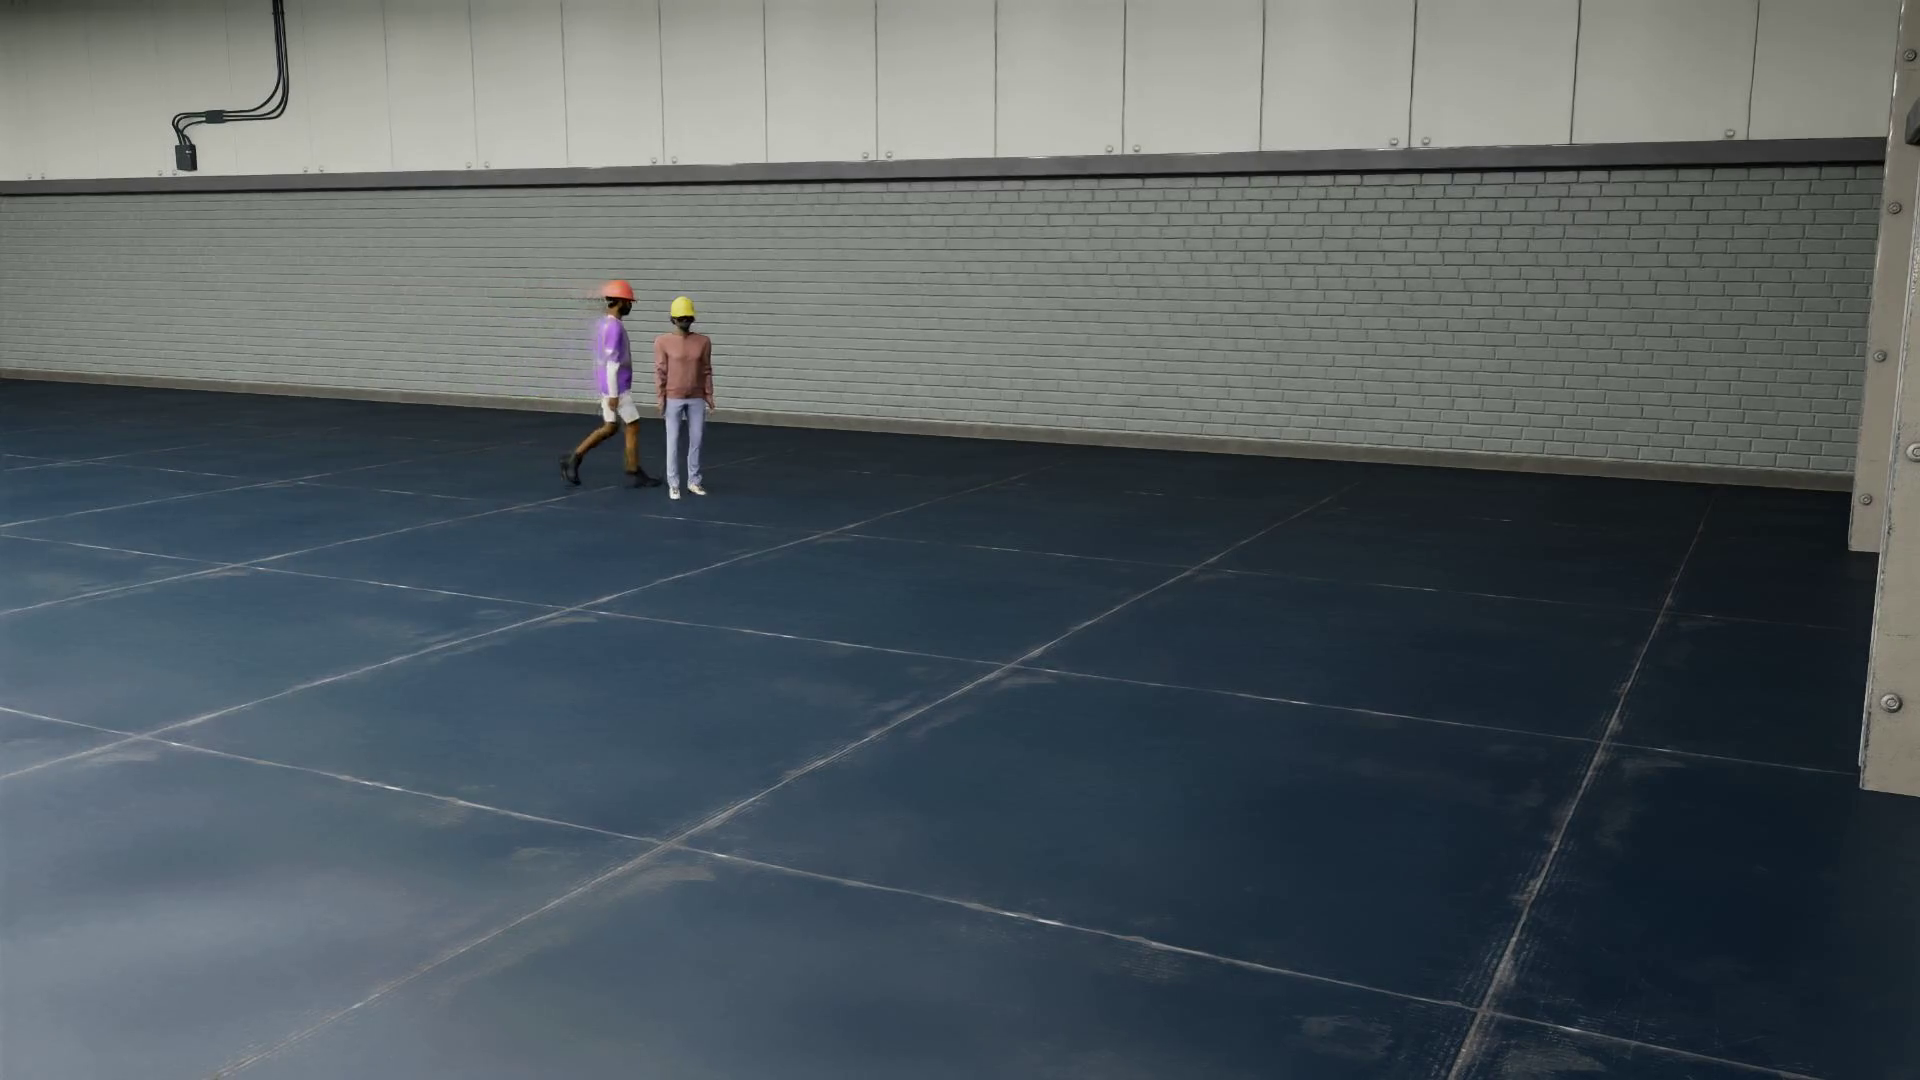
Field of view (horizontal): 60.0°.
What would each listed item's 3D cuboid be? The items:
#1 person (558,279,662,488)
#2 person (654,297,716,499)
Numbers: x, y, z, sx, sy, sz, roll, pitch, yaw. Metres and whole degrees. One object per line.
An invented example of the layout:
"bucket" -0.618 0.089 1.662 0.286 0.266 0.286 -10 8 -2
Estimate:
"person" -3.195 -1.401 15.058 0.853 1.907 0.551 -3 11 -18
"person" -2.428 -1.234 14.620 0.556 1.776 0.471 -5 12 -28
